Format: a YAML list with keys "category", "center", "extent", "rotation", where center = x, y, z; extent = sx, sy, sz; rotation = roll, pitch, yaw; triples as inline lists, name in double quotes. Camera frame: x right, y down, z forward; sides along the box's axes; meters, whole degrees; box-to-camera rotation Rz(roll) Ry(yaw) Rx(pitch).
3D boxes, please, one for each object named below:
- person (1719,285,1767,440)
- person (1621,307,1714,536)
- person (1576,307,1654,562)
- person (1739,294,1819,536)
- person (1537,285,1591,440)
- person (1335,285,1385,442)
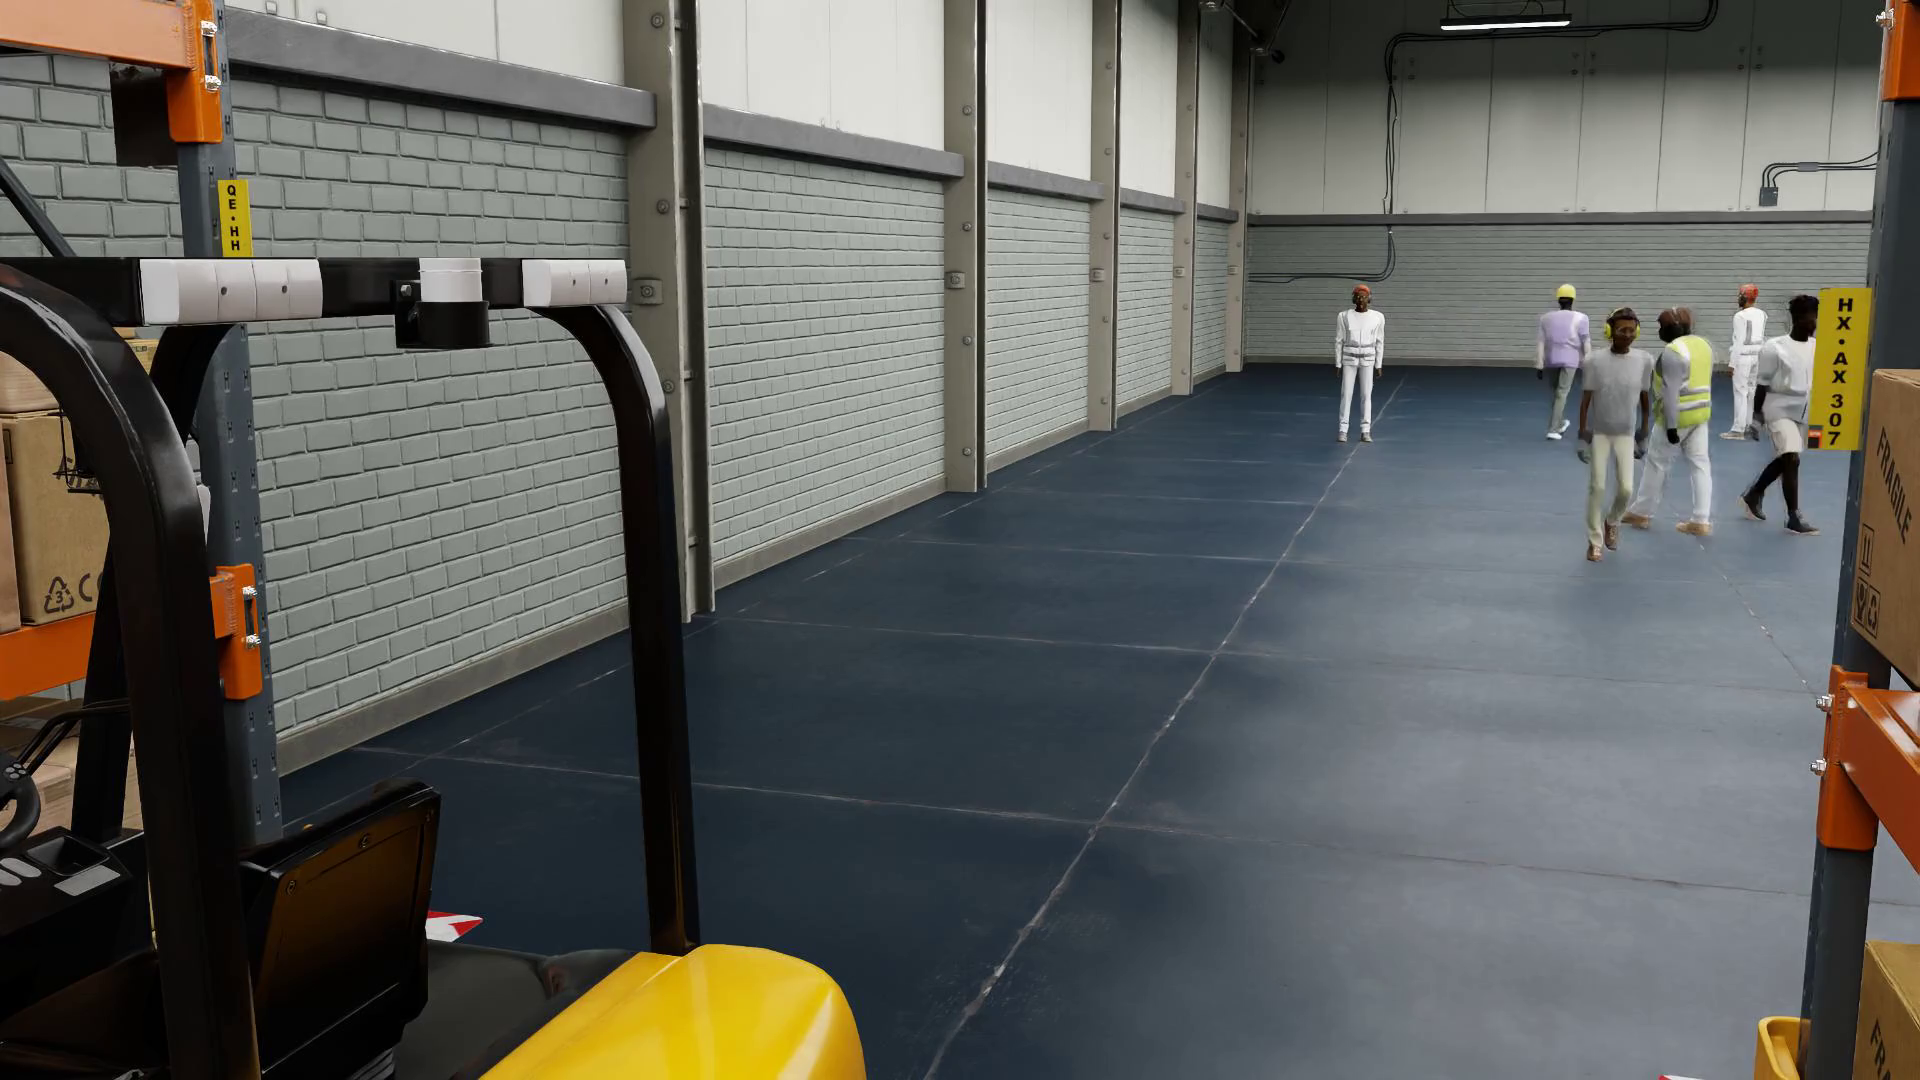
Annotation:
- category: "person"
  center: [9.560, -2.161, 20.281]
  extent: [0.574, 1.883, 0.355]
  rotation: [-7, 12, -34]
- category: "person"
  center: [5.693, -0.958, 13.353]
  extent: [0.653, 1.797, 0.875]
  rotation: [-6, 11, -30]
- category: "person"
  center: [4.718, -0.758, 12.034]
  extent: [0.494, 1.855, 0.453]
  rotation: [3, 10, 15]
- category: "person"
  center: [6.708, -1.041, 13.529]
  extent: [0.607, 1.923, 0.992]
  rotation: [-3, 10, -15]
- category: "person"
  center: [7.432, -2.182, 20.431]
  extent: [0.596, 1.874, 0.994]
  rotation: [8, 13, 41]
- category: "person"
  center: [4.793, -2.114, 20.000]
  extent: [0.574, 1.882, 0.356]
  rotation: [2, 10, 9]
